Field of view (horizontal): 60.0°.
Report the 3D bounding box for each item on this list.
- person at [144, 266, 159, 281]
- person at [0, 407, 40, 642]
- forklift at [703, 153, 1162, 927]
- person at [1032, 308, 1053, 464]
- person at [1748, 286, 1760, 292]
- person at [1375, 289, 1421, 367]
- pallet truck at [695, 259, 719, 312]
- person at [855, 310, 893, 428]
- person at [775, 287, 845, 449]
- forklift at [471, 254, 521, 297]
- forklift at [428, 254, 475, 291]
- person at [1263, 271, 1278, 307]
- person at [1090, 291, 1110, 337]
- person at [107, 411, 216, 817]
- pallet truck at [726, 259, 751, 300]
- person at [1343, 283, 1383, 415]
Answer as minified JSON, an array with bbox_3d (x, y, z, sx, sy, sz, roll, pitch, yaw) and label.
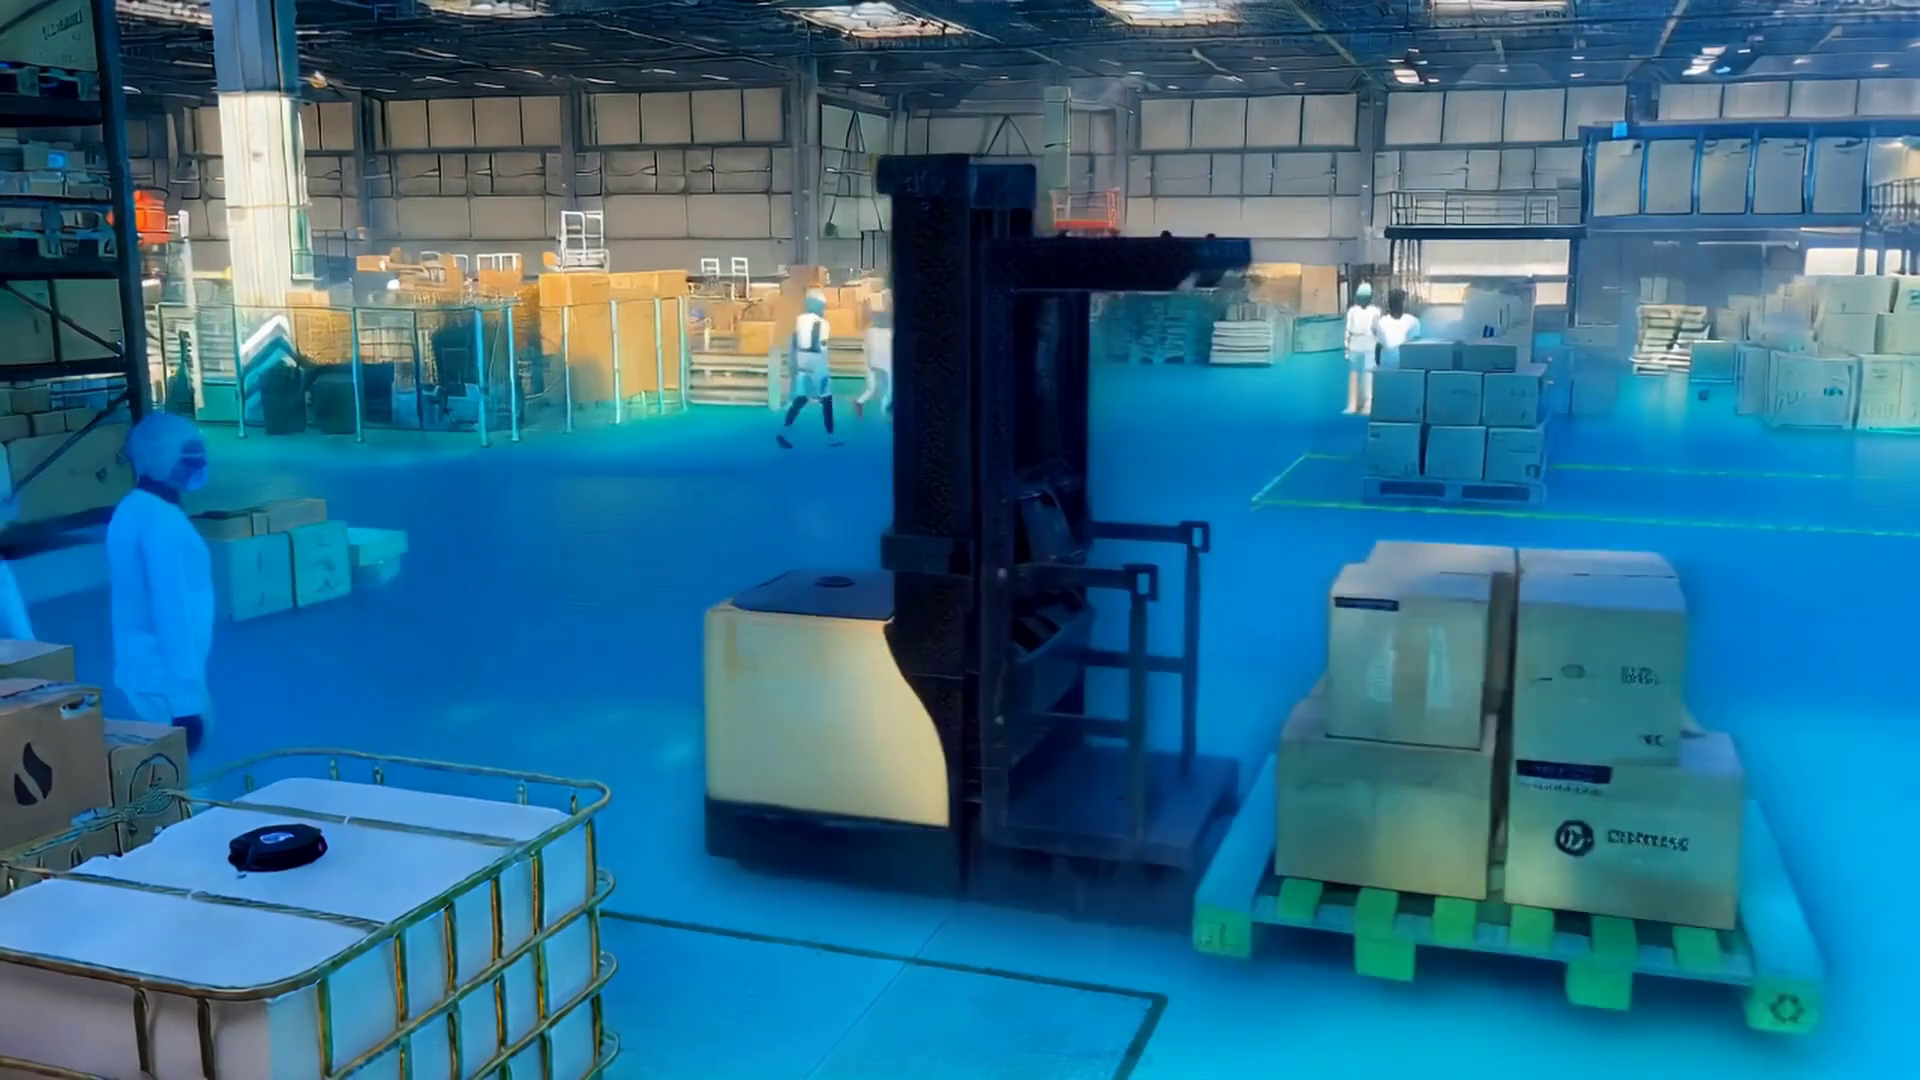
[{"bbox_3d":[-27.333,-8.390,56.386,0.591,1.793,0.989,5,11,27],"label":"person"},{"bbox_3d":[-5.880,-0.051,9.975,0.834,1.594,0.516,-1,10,-5],"label":"person"},{"bbox_3d":[0.000,-0.095,6.606,1.873,2.768,1.129,3,11,19],"label":"forklift"},{"bbox_3d":[0.624,-1.319,16.221,0.595,1.919,0.391,-7,12,-33],"label":"person"},{"bbox_3d":[27.434,-8.513,57.530,0.497,1.625,0.287,6,12,31],"label":"person"},{"bbox_3d":[5.644,-2.278,21.602,0.611,1.922,0.961,5,11,26],"label":"person"},{"bbox_3d":[-9.165,-9.627,62.776,0.823,1.965,1.885,4,11,23],"label":"pallet truck"},{"bbox_3d":[-1.144,-2.325,22.703,0.532,1.622,0.497,-9,14,-42],"label":"person"},{"bbox_3d":[-1.857,-2.108,20.457,0.613,2.004,0.998,9,13,40],"label":"person"},{"bbox_3d":[-17.990,-10.121,64.684,1.157,1.987,2.680,3,11,17],"label":"forklift"},{"bbox_3d":[-20.133,-10.254,65.465,1.157,1.987,2.680,3,11,19],"label":"forklift"},{"bbox_3d":[9.636,-7.477,51.498,0.490,1.704,0.856,4,11,22],"label":"person"},{"bbox_3d":[3.807,-6.471,45.169,0.550,1.935,0.376,4,11,21],"label":"person"},{"bbox_3d":[-2.748,0.520,5.798,0.353,1.936,0.635,-6,12,-31],"label":"person"},{"bbox_3d":[-7.986,-9.493,62.019,0.823,1.965,1.885,3,11,17],"label":"pallet truck"},{"bbox_3d":[5.952,-2.816,24.584,0.542,1.939,0.362,5,11,26],"label":"person"}]
